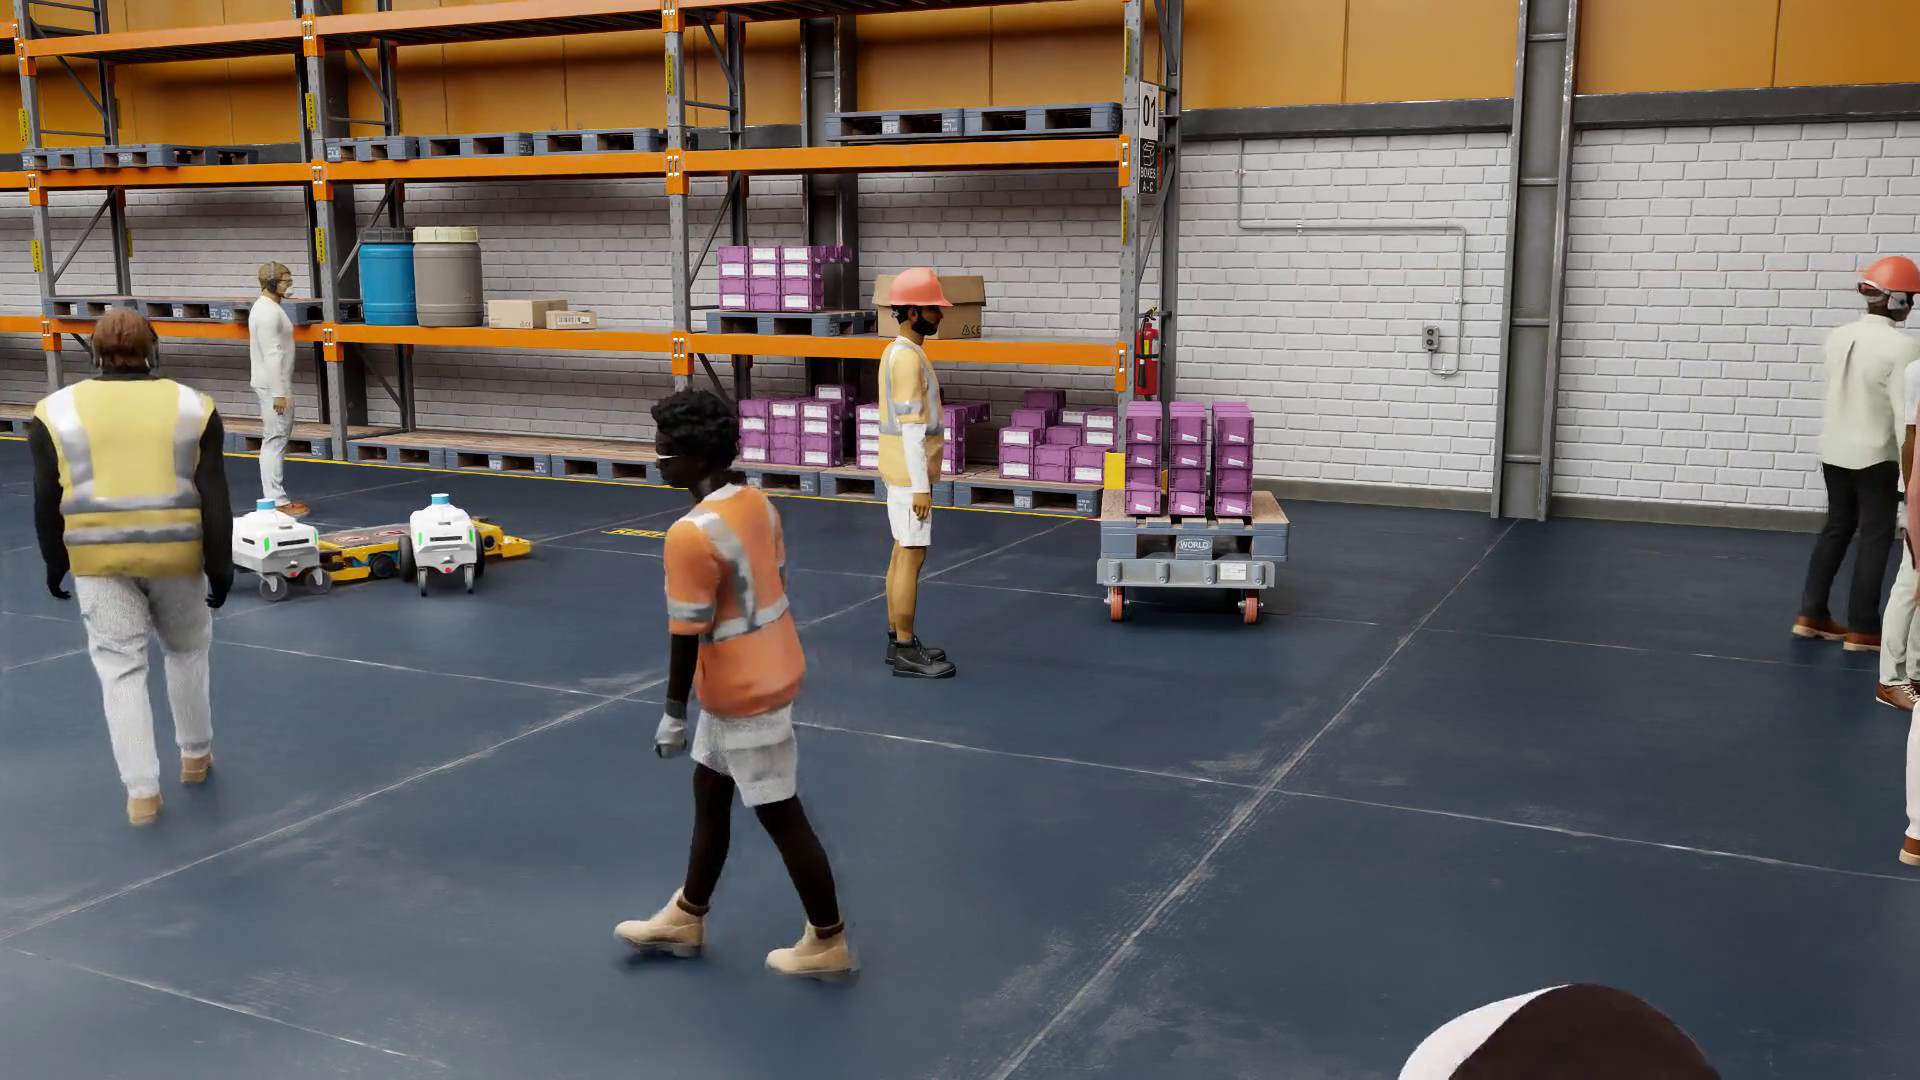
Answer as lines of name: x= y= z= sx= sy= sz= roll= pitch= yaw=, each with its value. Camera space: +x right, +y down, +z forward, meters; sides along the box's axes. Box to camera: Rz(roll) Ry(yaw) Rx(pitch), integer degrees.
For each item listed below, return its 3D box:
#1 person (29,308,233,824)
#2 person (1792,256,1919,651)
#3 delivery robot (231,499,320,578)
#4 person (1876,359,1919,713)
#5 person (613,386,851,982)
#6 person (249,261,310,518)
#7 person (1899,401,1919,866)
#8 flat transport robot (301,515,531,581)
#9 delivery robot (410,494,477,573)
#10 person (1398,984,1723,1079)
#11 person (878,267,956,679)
person: x=-3.009 y=0.070 z=6.082 sx=0.630 sy=1.814 sz=0.816 roll=-5 pitch=11 yaw=-28
person: x=4.576 y=-0.425 z=8.390 sx=0.417 sy=1.984 sz=0.643 roll=-2 pitch=10 yaw=-12
delivery robot: x=-4.070 y=0.001 z=9.791 sx=0.477 sy=0.478 sz=0.707 roll=-10 pitch=14 yaw=-44
person: x=4.313 y=-0.176 z=7.308 sx=0.509 sy=1.872 sz=0.328 roll=-6 pitch=12 yaw=-31
person: x=-0.657 y=0.409 z=4.531 sx=0.765 sy=1.655 sz=0.546 roll=1 pitch=10 yaw=6
person: x=-5.177 y=-1.133 z=12.595 sx=0.355 sy=1.936 sz=0.635 roll=-4 pitch=11 yaw=-23
person: x=3.314 y=0.114 z=5.287 sx=0.378 sy=1.996 sz=0.611 roll=-4 pitch=11 yaw=-23
flat transport robot: x=-3.552 y=0.039 z=10.649 sx=0.652 sy=0.197 sz=1.431 roll=9 pitch=14 yaw=43
delivery robot: x=-3.111 y=-0.035 z=9.995 sx=0.477 sy=0.478 sz=0.707 roll=-4 pitch=11 yaw=-20
person: x=0.358 y=0.963 z=0.836 sx=0.393 sy=1.860 sz=0.844 roll=-2 pitch=10 yaw=-13
person: x=-0.210 y=-0.315 z=7.912 sx=0.354 sy=1.939 sz=0.545 roll=-1 pitch=10 yaw=-8
